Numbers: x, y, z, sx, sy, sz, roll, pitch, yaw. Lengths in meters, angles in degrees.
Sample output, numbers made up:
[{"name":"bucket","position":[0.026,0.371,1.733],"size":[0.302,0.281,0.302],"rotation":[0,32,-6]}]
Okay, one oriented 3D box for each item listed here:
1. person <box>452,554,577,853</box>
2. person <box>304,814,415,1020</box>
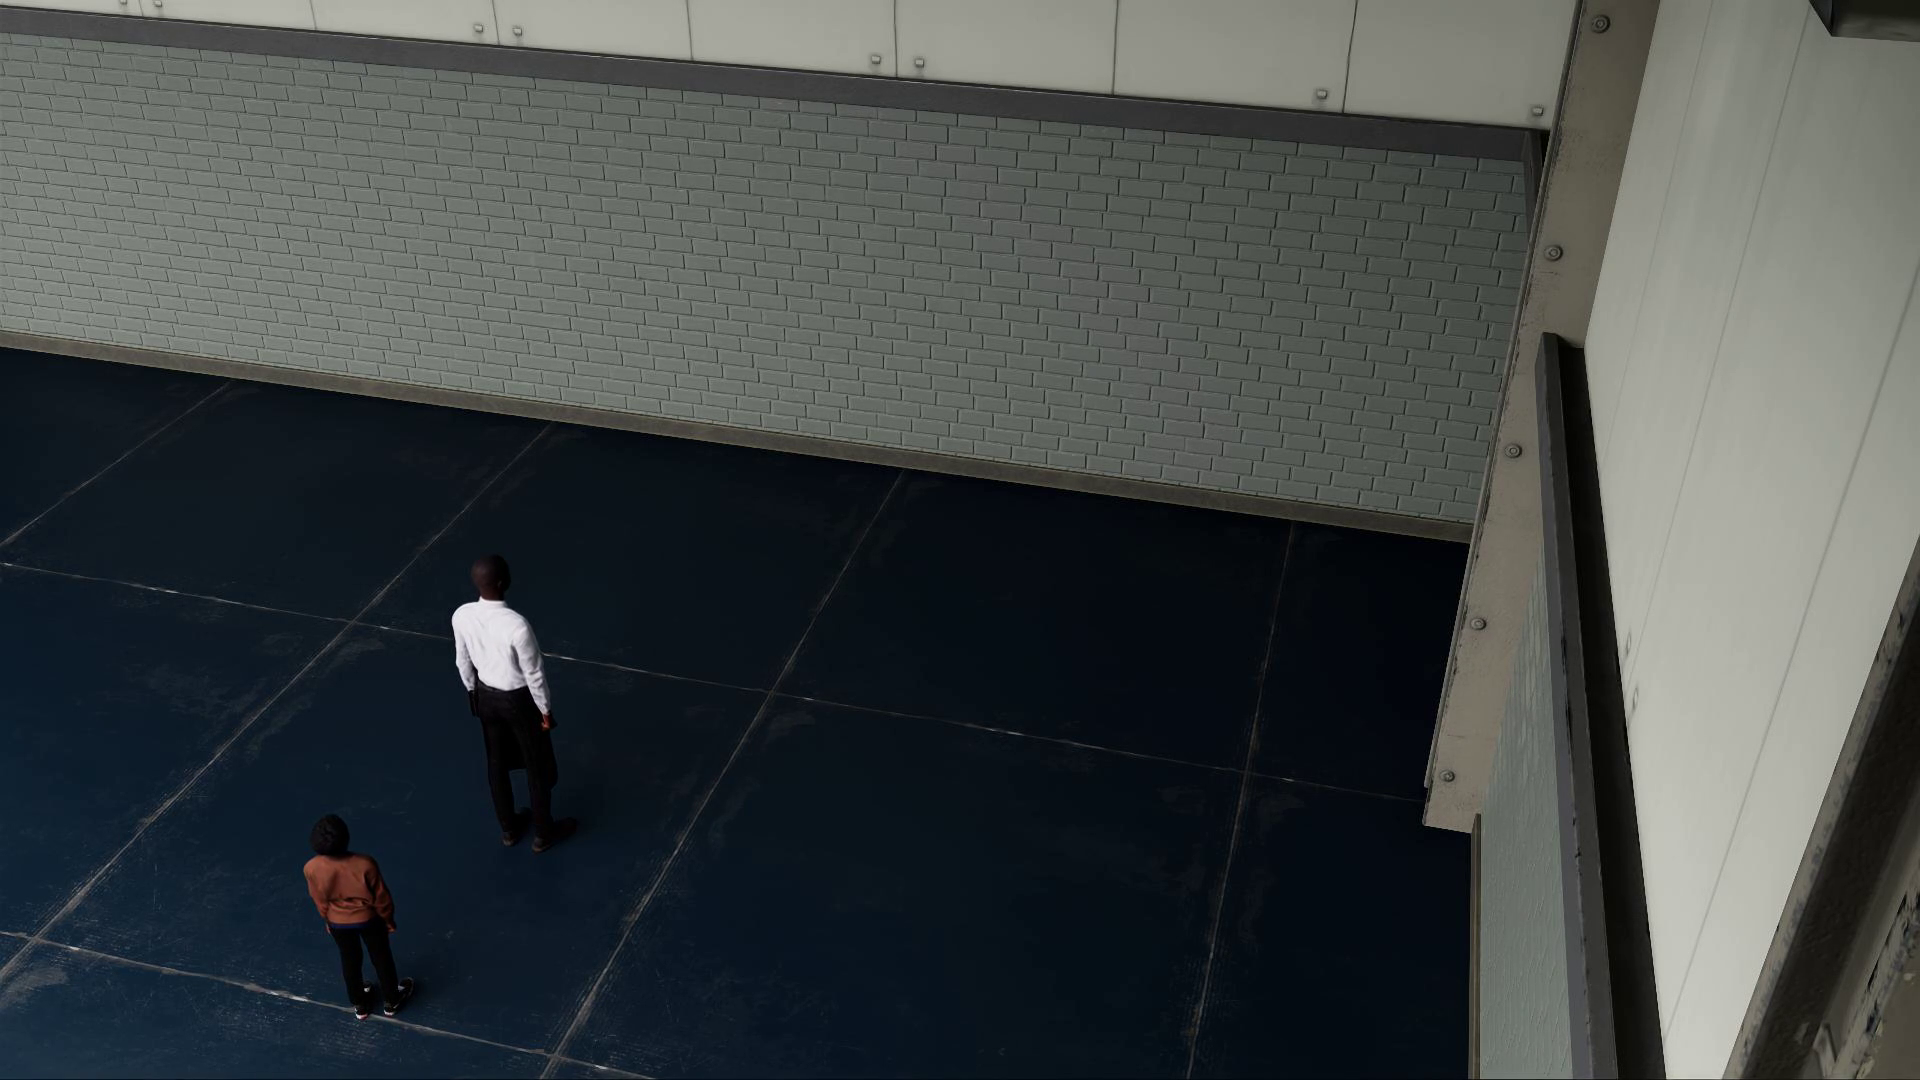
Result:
[{"name":"person","position":[-2.428,0.884,8.944],"size":[0.653,1.834,0.537],"rotation":[10,34,16]},{"name":"person","position":[-2.917,1.813,8.014],"size":[0.575,1.255,0.567],"rotation":[-1,32,-2]}]
